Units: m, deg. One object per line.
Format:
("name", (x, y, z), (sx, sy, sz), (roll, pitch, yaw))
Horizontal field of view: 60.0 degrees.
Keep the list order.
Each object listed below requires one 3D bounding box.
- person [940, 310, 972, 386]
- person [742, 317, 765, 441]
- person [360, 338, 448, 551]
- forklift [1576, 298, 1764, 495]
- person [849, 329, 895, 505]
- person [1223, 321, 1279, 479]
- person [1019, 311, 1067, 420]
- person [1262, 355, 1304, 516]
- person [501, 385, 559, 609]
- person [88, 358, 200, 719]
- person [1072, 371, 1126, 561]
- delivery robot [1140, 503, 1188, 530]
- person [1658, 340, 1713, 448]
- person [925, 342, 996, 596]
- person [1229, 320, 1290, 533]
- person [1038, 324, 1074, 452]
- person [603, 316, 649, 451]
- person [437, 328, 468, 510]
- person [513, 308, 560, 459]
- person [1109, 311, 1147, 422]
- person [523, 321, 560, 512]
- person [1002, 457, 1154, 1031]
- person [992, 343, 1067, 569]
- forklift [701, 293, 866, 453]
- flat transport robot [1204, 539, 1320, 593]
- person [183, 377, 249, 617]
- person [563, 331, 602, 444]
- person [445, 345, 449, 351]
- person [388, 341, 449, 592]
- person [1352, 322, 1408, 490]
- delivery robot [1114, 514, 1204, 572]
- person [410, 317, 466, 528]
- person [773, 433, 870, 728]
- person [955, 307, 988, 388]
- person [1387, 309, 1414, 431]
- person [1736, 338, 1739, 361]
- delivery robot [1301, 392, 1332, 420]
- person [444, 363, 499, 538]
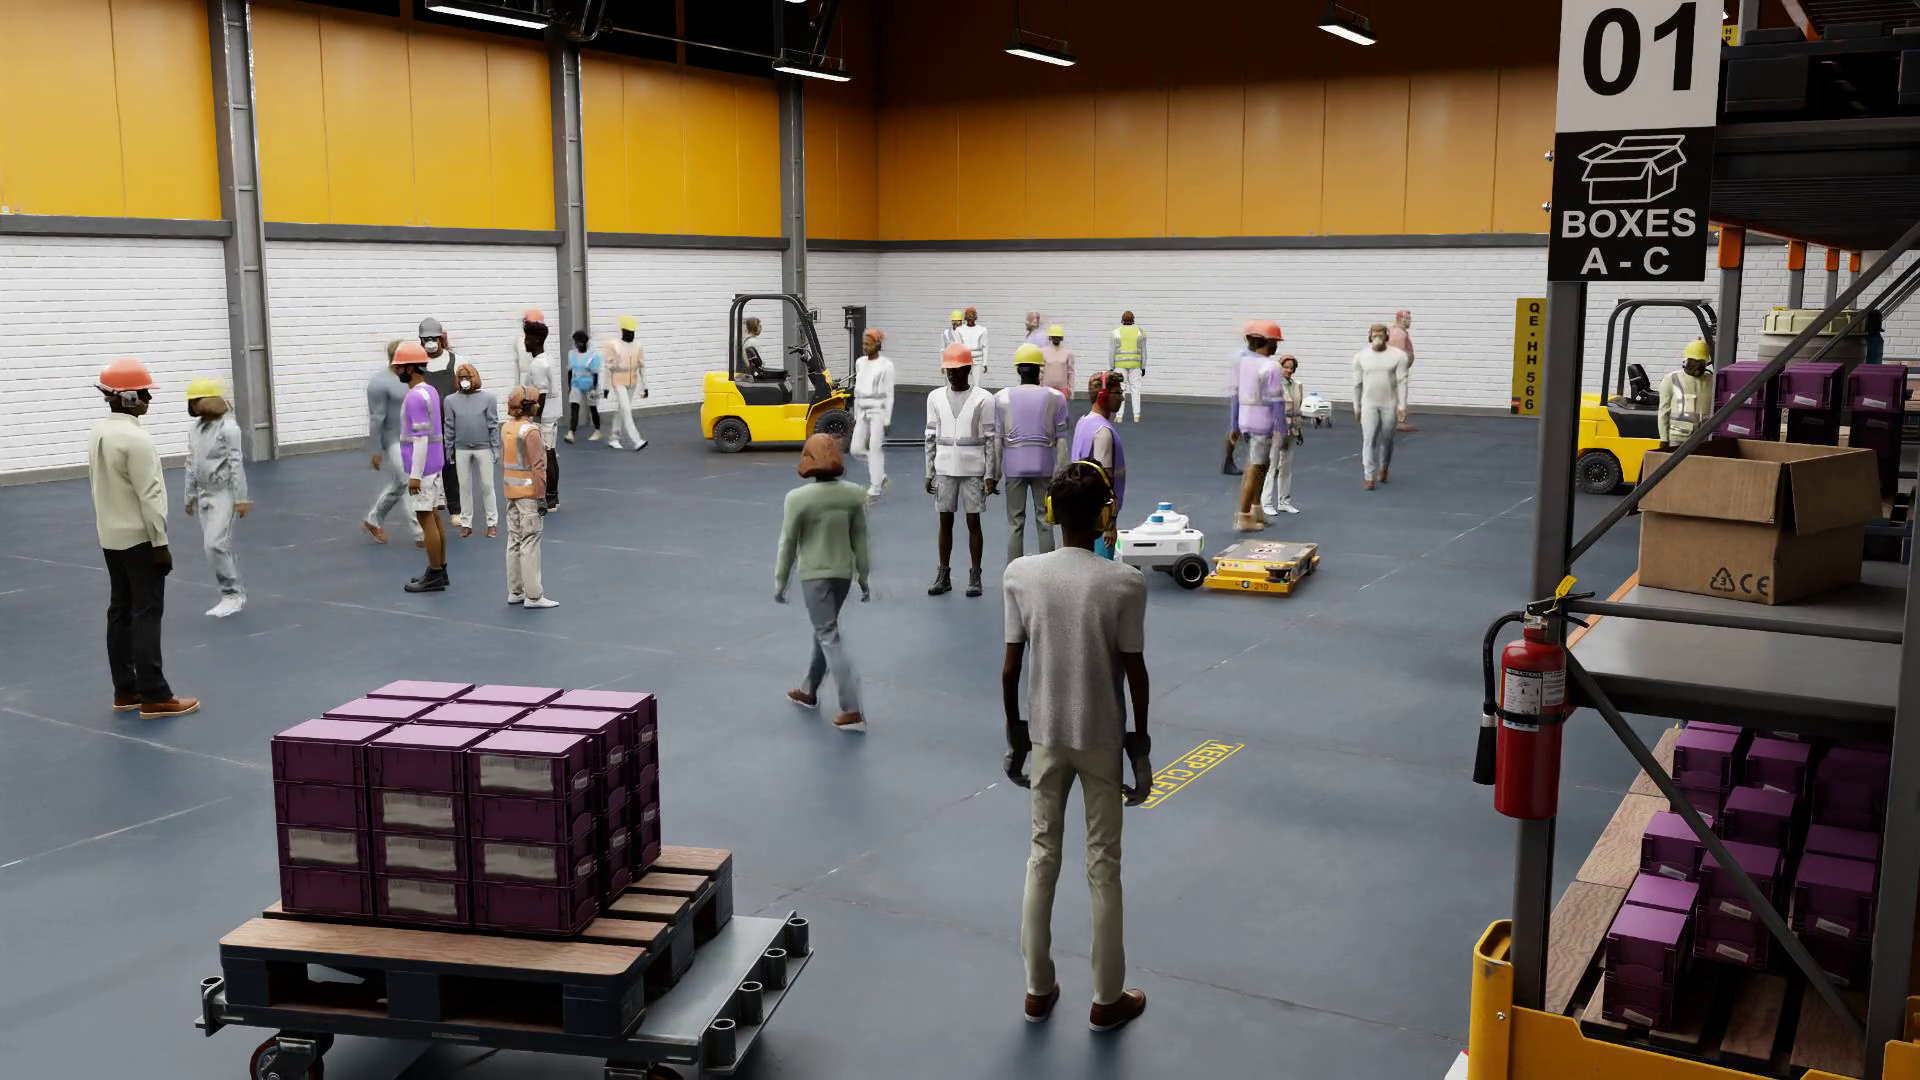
("person", (-0.048, -3.002, 28.404), (0.590, 1.835, 0.404), (1, 9, 7))
("person", (-2.970, -2.351, 24.382), (0.764, 1.815, 0.517), (-4, 10, -24))
("person", (-5.022, -0.855, 14.820), (0.992, 1.894, 0.634), (4, 10, 22))
("forklift", (7.954, -1.589, 18.462), (2.313, 2.155, 1.214), (5, 11, 30))
("person", (-0.917, -1.306, 17.676), (0.444, 1.873, 0.611), (-9, 12, -43))
("person", (3.523, -1.676, 19.953), (0.566, 1.882, 1.011), (-6, 11, -34))
("person", (1.207, -2.619, 25.892), (0.892, 1.879, 0.651), (-3, 10, -17))
("person", (3.291, -1.069, 16.952), (0.521, 1.636, 0.311), (-6, 11, -33))
("person", (-3.191, -0.314, 12.227), (0.307, 1.639, 0.525), (-8, 12, -41))
("person", (-4.561, -0.007, 9.208), (0.611, 1.995, 0.375), (7, 11, 36))
("person", (0.873, -0.157, 10.605), (0.376, 1.844, 0.573), (-1, 9, -8))
("delivery robot", (1.689, -0.067, 13.771), (0.477, 0.478, 0.707), (2, 9, 14))
("person", (6.952, -0.993, 15.877), (0.587, 1.830, 0.404), (-1, 9, -7))
("person", (-0.008, -0.529, 12.644), (0.552, 1.935, 0.367), (2, 9, 15))
("person", (2.898, -1.073, 15.783), (0.689, 2.016, 0.634), (-5, 10, -28))
("person", (1.312, -2.089, 22.921), (0.533, 1.765, 0.330), (0, 9, -1))
("person", (-4.610, -2.162, 23.067), (1.025, 1.861, 0.600), (8, 12, 42))
("person", (-5.418, -1.266, 17.341), (0.409, 1.909, 0.641), (7, 11, 36))
("person", (-5.557, -1.991, 21.547), (0.613, 2.018, 0.831), (6, 11, 33))
("person", (2.764, -2.858, 27.479), (0.632, 1.842, 0.429), (0, 9, -3))
("person", (-4.324, -1.270, 17.177), (0.368, 1.967, 0.600), (0, 9, -3))
("person", (0.385, 0.663, 5.415), (0.521, 1.871, 0.325), (4, 10, 21))
("person", (0.518, -0.536, 12.730), (0.589, 1.924, 0.384), (0, 9, -2))
("forklift", (-2.458, -2.344, 23.176), (2.313, 2.155, 1.214), (0, 9, -2))
("flat transport robot", (2.440, 0.192, 13.331), (0.652, 0.197, 1.431), (4, 10, 21))
("person", (-5.328, -0.295, 11.838), (0.503, 1.726, 0.465), (5, 10, 29))
("person", (-5.456, -2.207, 24.051), (0.577, 1.644, 0.805), (2, 9, 13))
("person", (-6.750, -1.852, 21.927), (0.522, 1.610, 0.786), (2, 9, 14))
("person", (-4.186, -0.562, 12.851), (0.375, 1.935, 0.551), (-1, 9, -6))
("person", (4.821, -1.554, 19.127), (0.630, 1.914, 0.874), (2, 9, 15))
("delivery robot", (1.547, 0.041, 13.100), (0.707, 0.478, 0.477), (-1, 9, -4))
("person", (-5.076, -1.131, 16.081), (0.673, 2.000, 0.535), (-3, 10, -18))
("person", (-0.747, 0.210, 9.112), (0.514, 1.587, 0.851), (-7, 12, -38))
("person", (0.184, -3.008, 28.289), (0.576, 1.881, 0.354), (0, 9, 2))
("person", (6.882, -2.645, 25.970), (0.403, 1.909, 0.651), (0, 9, 2))
("person", (10.755, -2.057, 23.163), (0.670, 1.607, 0.527), (0, 9, -2))
("delivery robot", (5.660, -2.130, 26.650), (0.477, 0.478, 0.707), (-3, 10, -16))
("person", (-4.543, -0.830, 15.494), (0.504, 1.627, 0.290), (-1, 9, -4))
